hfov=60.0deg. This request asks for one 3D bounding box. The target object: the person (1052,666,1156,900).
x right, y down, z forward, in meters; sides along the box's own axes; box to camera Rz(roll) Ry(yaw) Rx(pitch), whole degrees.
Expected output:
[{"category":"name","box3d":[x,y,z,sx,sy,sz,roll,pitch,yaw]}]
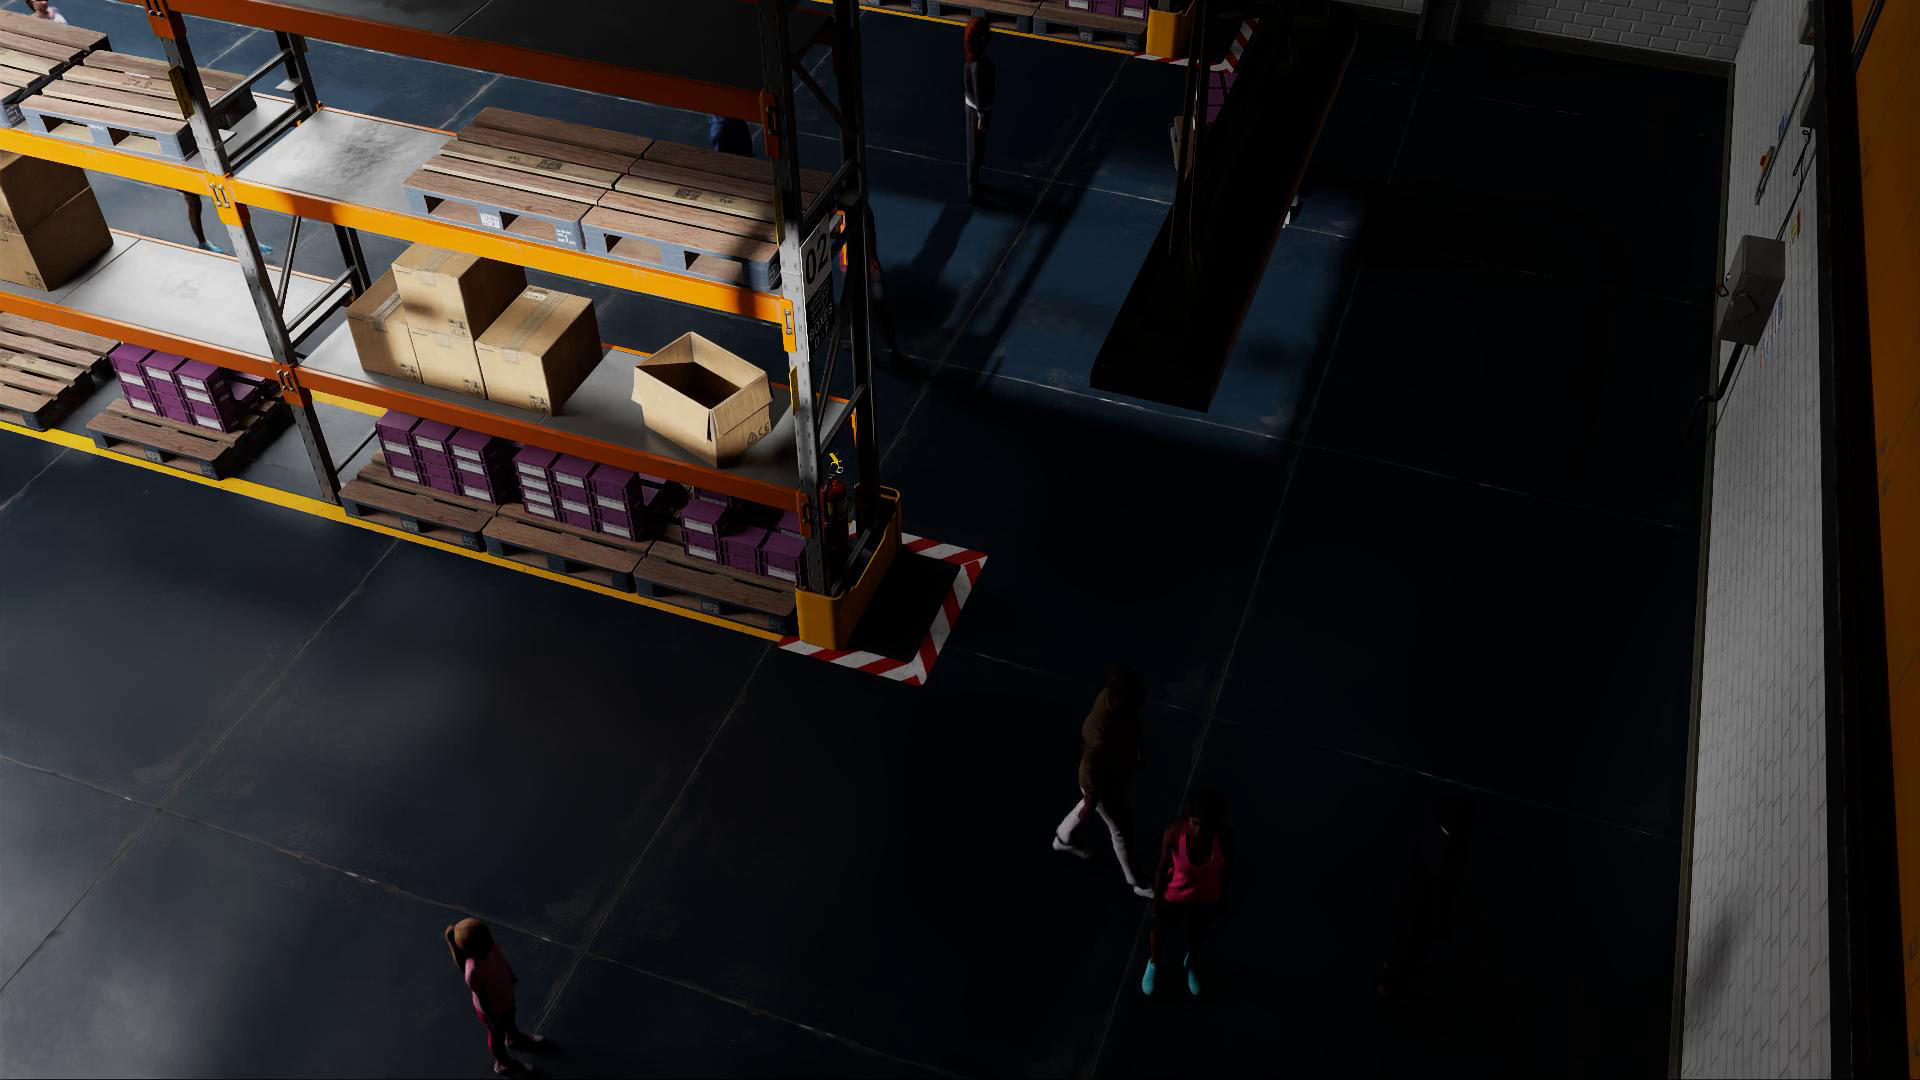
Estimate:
[{"category":"person","box3d":[0.788,1.336,9.487,1.043,1.787,0.737,15,46,15]}]

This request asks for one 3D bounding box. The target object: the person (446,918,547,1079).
[{"category":"person","box3d":[-2.467,2.399,8.745,0.577,1.272,0.545,3,44,3]}]

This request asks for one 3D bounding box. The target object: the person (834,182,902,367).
[{"category":"person","box3d":[-0.717,-2.094,13.205,0.875,1.624,0.754,34,53,30]}]

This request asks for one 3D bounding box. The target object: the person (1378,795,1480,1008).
[{"category":"person","box3d":[2.498,1.916,8.923,0.661,1.724,0.706,0,44,0]}]

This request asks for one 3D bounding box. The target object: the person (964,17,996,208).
[{"category":"person","box3d":[0.169,-3.861,14.948,0.603,1.780,0.645,1,44,2]}]

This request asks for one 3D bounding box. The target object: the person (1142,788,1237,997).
[{"category":"person","box3d":[1.244,1.885,8.957,0.577,1.724,0.690,1,44,1]}]
